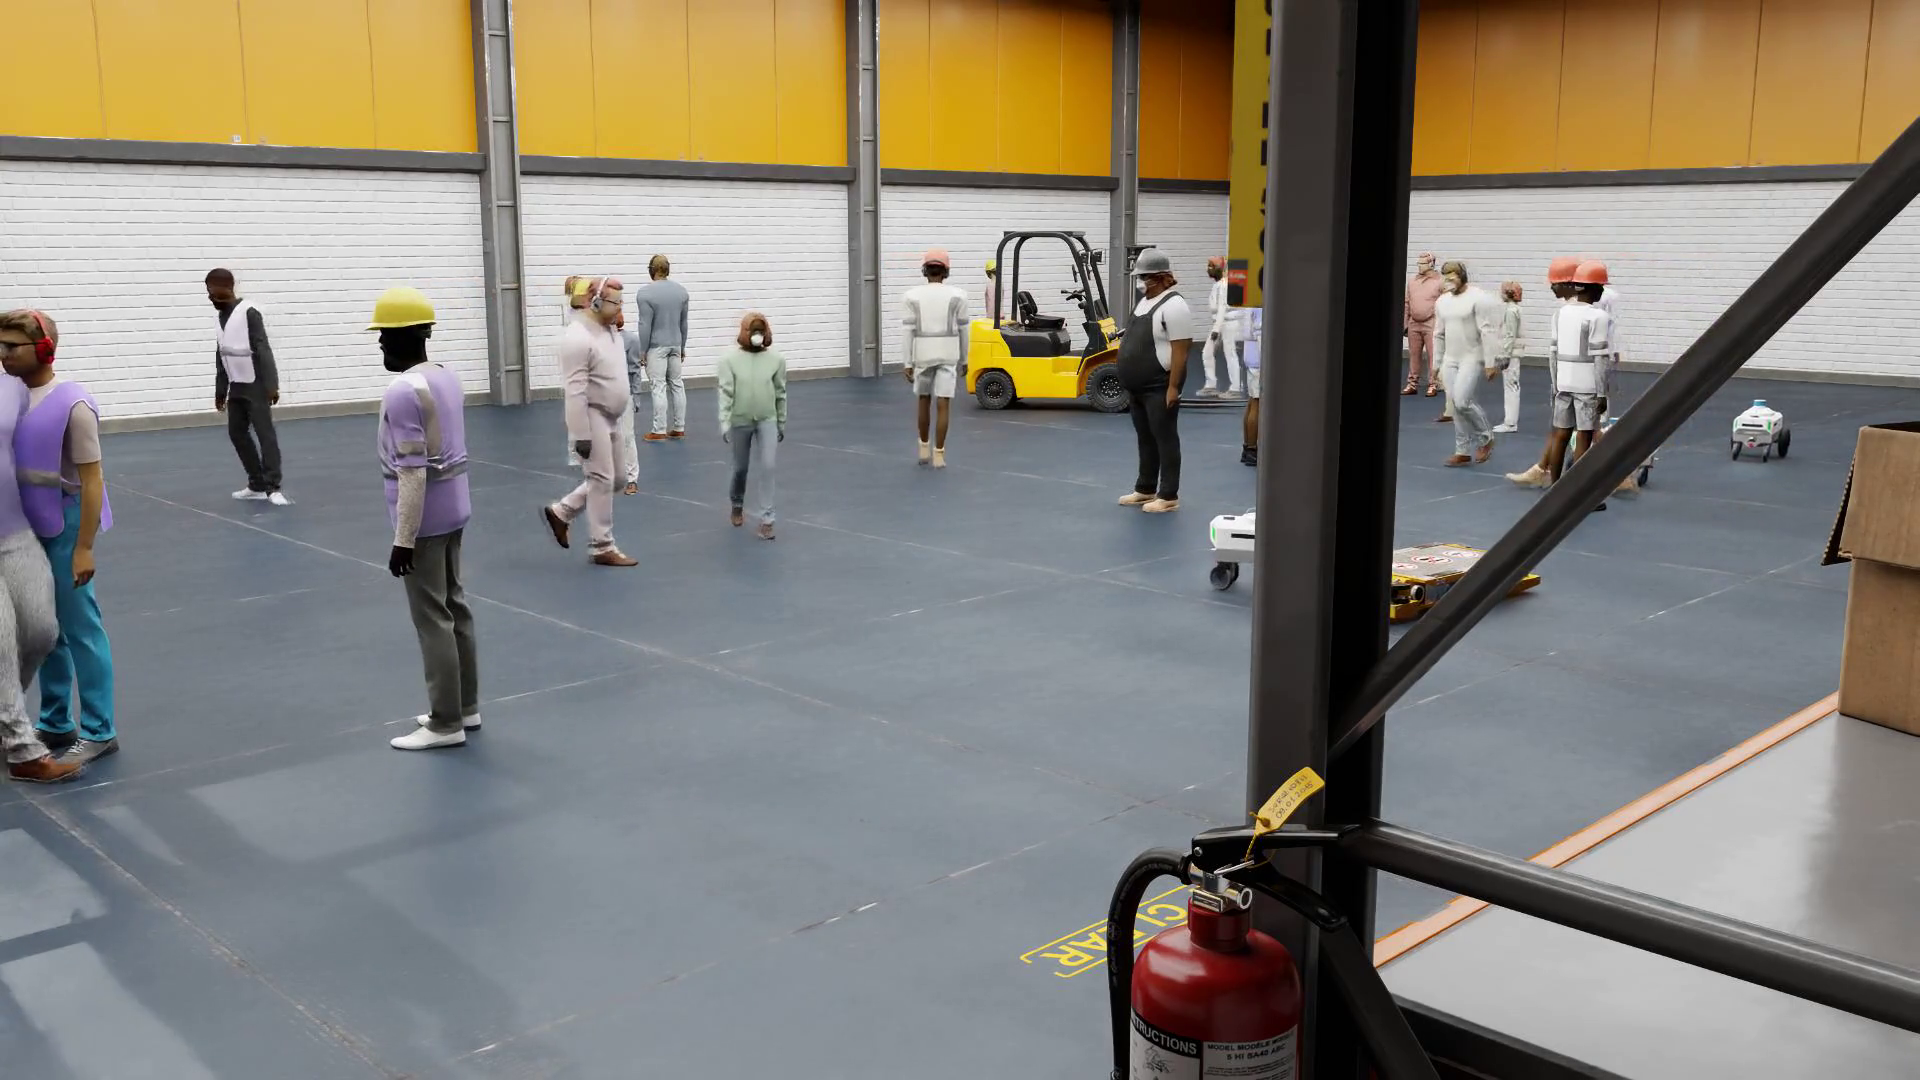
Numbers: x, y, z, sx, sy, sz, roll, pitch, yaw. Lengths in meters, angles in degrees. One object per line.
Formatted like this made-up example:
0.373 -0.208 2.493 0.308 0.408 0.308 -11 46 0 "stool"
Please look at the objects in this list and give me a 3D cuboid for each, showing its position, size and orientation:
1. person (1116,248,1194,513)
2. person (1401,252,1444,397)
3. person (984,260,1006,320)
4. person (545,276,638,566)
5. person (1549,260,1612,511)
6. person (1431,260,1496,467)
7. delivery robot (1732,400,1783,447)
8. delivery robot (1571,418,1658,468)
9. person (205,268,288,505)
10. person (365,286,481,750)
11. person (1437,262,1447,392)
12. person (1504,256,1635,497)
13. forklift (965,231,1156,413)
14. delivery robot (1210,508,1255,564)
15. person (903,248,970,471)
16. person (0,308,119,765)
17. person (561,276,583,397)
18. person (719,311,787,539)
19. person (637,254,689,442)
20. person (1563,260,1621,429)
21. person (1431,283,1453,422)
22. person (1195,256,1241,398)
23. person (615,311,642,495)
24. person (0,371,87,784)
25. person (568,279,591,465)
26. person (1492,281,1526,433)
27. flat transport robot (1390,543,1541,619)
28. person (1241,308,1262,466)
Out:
1.469 -1.235 12.879 0.536 2.000 0.688 -4 11 -21 "person"
6.161 -2.853 22.078 0.652 1.903 0.403 10 14 43 "person"
0.508 -3.338 25.101 0.329 1.765 0.526 5 11 24 "person"
-2.409 -0.752 10.699 0.618 1.874 0.685 2 11 11 "person"
4.835 -1.192 12.927 0.360 1.936 0.552 -4 11 -23 "person"
4.622 -1.614 15.303 0.466 1.906 0.674 -5 12 -27 "person"
7.658 -1.103 15.955 0.477 0.478 0.707 7 13 33 "delivery robot"
5.658 -0.811 14.368 0.707 0.478 0.477 4 11 22 "delivery robot"
-5.632 -1.215 13.248 0.735 1.874 0.387 7 13 35 "person"
-2.244 -0.086 6.925 0.382 1.924 0.594 0 10 3 "person"
6.660 -2.952 22.992 0.666 1.780 0.931 3 11 14 "person"
5.084 -1.331 13.638 1.068 1.970 0.678 8 13 37 "person"
1.222 -2.721 20.561 2.313 2.155 1.214 2 11 13 "forklift"
1.874 -0.014 10.018 0.707 0.478 0.477 4 11 19 "delivery robot"
-0.204 -1.674 15.333 0.606 2.009 0.848 1 10 6 "person"
-3.663 -0.010 6.727 0.564 1.847 0.390 6 12 28 "person"
-4.697 -2.404 20.344 0.310 1.642 0.514 -8 13 -39 "person"
-1.488 -0.844 11.939 0.502 1.602 0.799 -3 11 -15 "person"
-3.081 -1.978 17.213 0.372 1.940 0.630 9 14 40 "person"
6.665 -2.026 17.669 0.614 1.865 0.510 8 13 38 "person"
5.567 -2.119 18.849 0.386 1.622 0.577 2 11 9 "person"
3.379 -2.773 21.781 0.715 1.851 0.585 -1 10 -8 "person"
-2.864 -1.179 13.716 0.505 1.629 0.279 2 11 10 "person"
-3.765 0.029 6.425 0.601 1.904 0.679 5 11 25 "person"
-3.405 -1.558 15.480 0.621 1.719 0.513 -7 13 -34 "person"
5.958 -1.978 18.025 0.315 1.640 0.515 5 11 23 "person"
2.730 0.219 9.777 1.431 0.197 0.652 -8 13 -38 "flat transport robot"
2.824 -1.650 15.432 0.376 1.932 0.551 1 10 3 "person"
